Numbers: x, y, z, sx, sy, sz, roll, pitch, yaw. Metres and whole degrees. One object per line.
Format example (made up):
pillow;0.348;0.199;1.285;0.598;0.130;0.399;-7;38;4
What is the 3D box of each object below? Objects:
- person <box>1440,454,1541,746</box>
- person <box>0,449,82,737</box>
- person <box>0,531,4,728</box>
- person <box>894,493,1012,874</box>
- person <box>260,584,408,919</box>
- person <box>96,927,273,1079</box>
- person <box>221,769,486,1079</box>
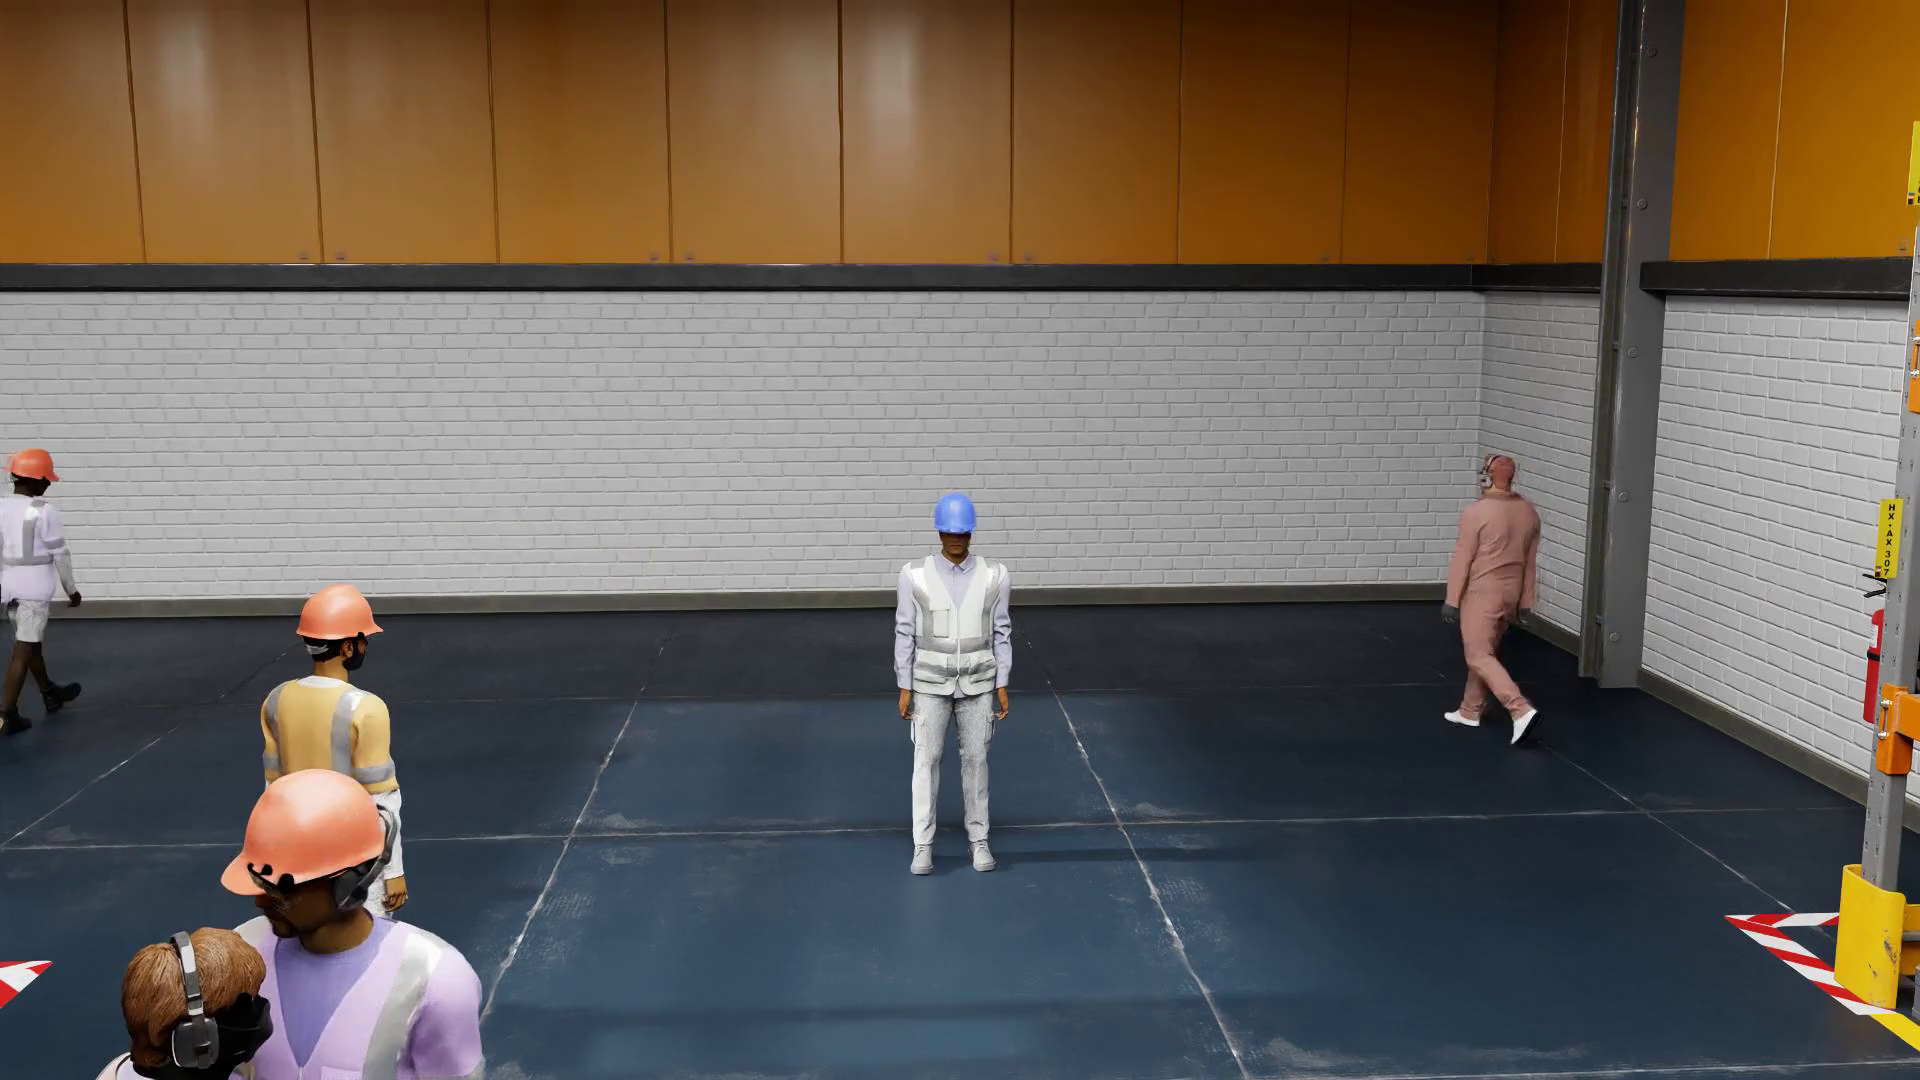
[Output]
person;3.505;0.379;10.845;0.639;1.881;0.849;-6;11;-31
person;-6.174;0.322;11.191;0.546;1.878;0.945;3;9;17
person;-6.030;0.475;10.045;0.634;1.938;0.482;2;9;13
person;-0.031;0.726;8.453;0.605;1.946;0.396;-1;9;-8
person;-2.223;1.118;6.020;0.552;1.934;0.373;4;10;23
person;-1.394;1.622;3.155;0.429;1.845;0.622;-8;12;-40
person;-1.298;1.465;3.525;0.608;2.040;0.394;2;9;15
